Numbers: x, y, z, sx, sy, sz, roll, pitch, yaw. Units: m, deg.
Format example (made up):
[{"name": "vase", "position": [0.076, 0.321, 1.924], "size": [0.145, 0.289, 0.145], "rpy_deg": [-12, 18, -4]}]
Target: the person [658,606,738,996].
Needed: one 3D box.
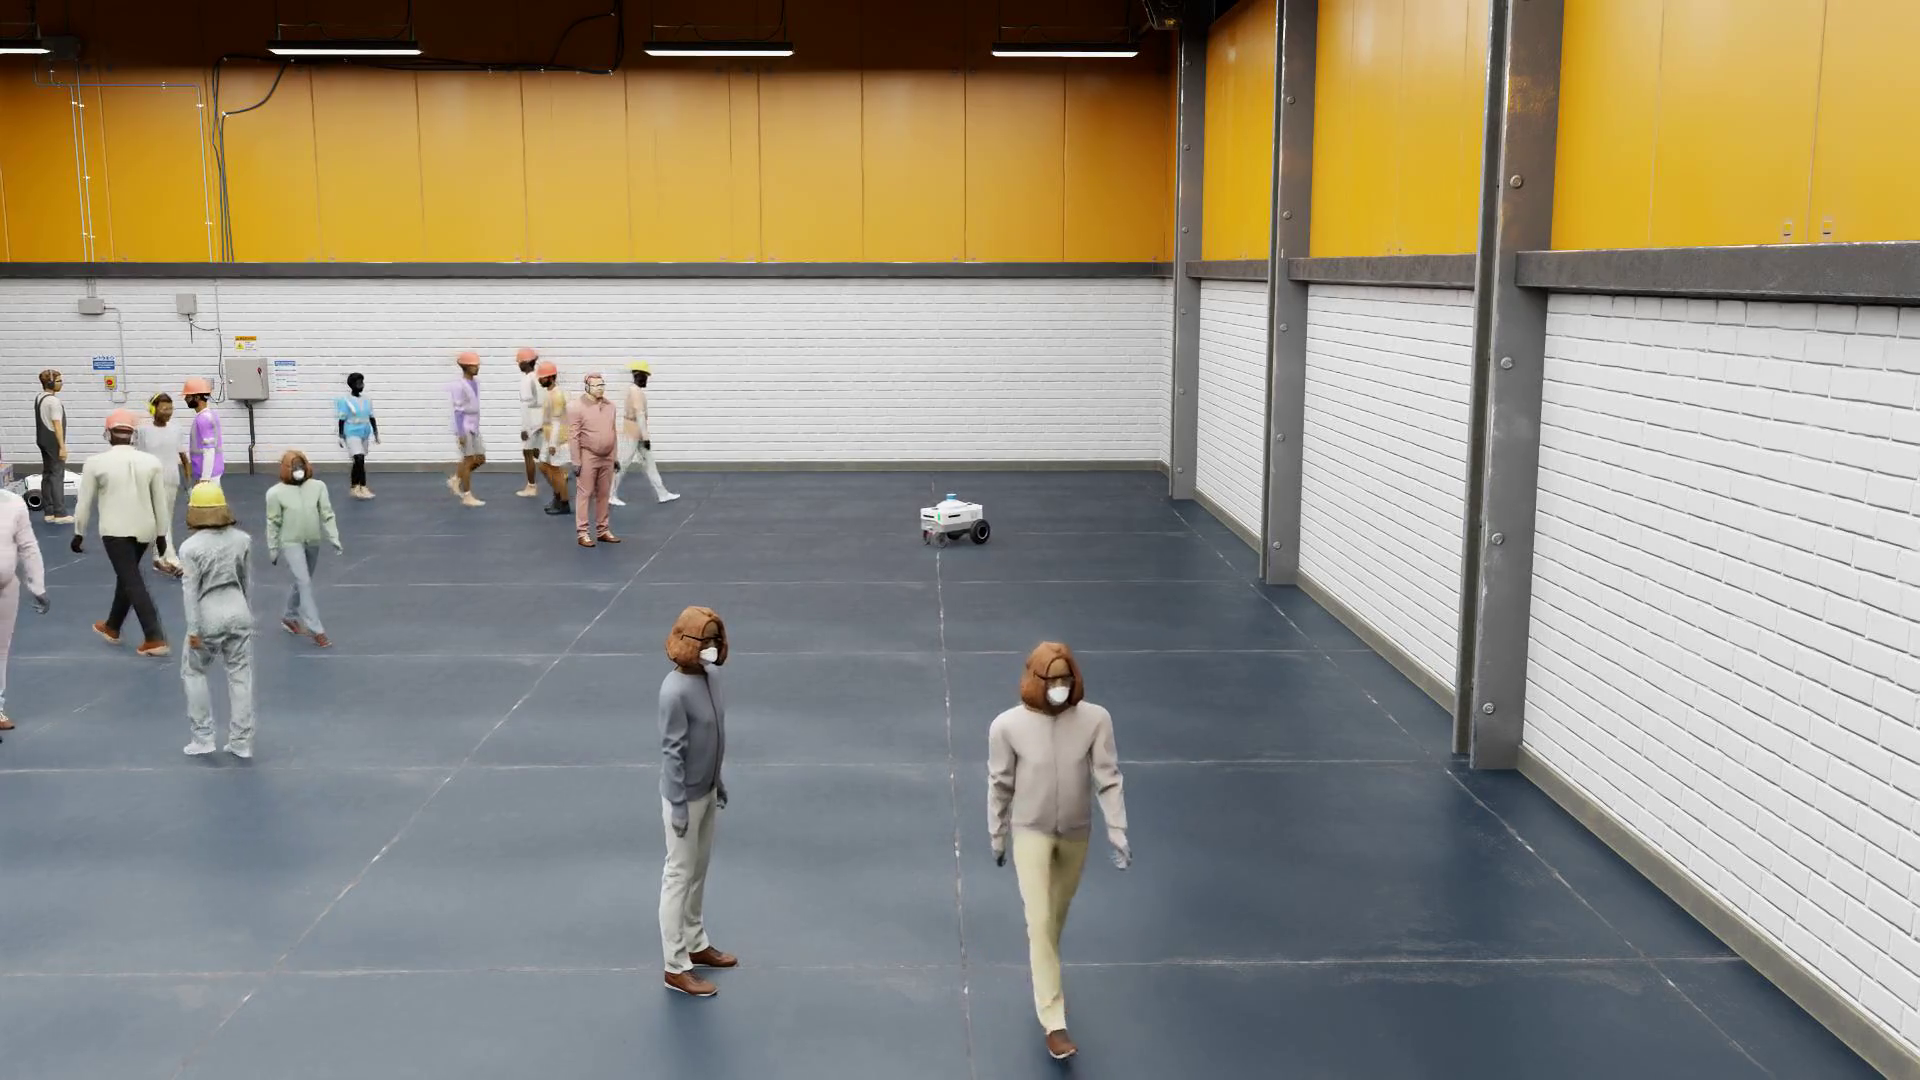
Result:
[{"name": "person", "position": [-1.115, 1.081, 7.045], "size": [0.285, 1.631, 0.501], "rpy_deg": [2, 10, 13]}]

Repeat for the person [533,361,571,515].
[{"name": "person", "position": [-5.002, -1.243, 20.430], "size": [0.456, 1.917, 0.565], "rpy_deg": [-4, 10, -22]}]

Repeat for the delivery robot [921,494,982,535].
[{"name": "delivery robot", "position": [-0.092, -0.264, 18.300], "size": [0.707, 0.478, 0.477], "rpy_deg": [-9, 13, -43]}]

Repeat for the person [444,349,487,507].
[{"name": "person", "position": [-6.303, -1.425, 21.204], "size": [0.571, 2.025, 0.616], "rpy_deg": [2, 10, 13]}]

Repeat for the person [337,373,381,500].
[{"name": "person", "position": [-7.816, -1.349, 21.795], "size": [0.706, 1.667, 0.547], "rpy_deg": [5, 10, 26]}]

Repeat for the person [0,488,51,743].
[{"name": "person", "position": [-6.253, 0.354, 10.741], "size": [0.780, 1.877, 0.668], "rpy_deg": [6, 11, 34]}]

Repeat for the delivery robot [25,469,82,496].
[{"name": "delivery robot", "position": [-11.420, -0.717, 21.080], "size": [0.707, 0.478, 0.477], "rpy_deg": [-3, 10, -16]}]

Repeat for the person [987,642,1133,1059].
[{"name": "person", "position": [0.380, 1.182, 6.565], "size": [0.515, 1.587, 0.875], "rpy_deg": [-2, 10, -14]}]

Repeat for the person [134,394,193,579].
[{"name": "person", "position": [-7.839, -0.534, 16.414], "size": [1.010, 1.807, 0.516], "rpy_deg": [8, 12, 41]}]

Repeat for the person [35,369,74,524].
[{"name": "person", "position": [-10.805, -1.110, 19.829], "size": [0.506, 1.845, 0.344], "rpy_deg": [8, 12, 39]}]

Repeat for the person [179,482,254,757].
[{"name": "person", "position": [-4.646, 0.496, 10.352], "size": [0.537, 1.730, 0.494], "rpy_deg": [7, 12, 37]}]

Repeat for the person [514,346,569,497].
[{"name": "person", "position": [-5.603, -1.556, 22.046], "size": [0.619, 2.027, 0.610], "rpy_deg": [2, 10, 14]}]

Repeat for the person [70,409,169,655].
[{"name": "person", "position": [-6.638, -0.068, 13.198], "size": [1.084, 1.930, 0.614], "rpy_deg": [6, 11, 31]}]

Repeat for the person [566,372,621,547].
[{"name": "person", "position": [-3.990, -0.887, 18.277], "size": [0.399, 1.908, 0.643], "rpy_deg": [7, 12, 38]}]

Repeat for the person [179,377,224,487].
[{"name": "person", "position": [-7.745, -0.701, 17.039], "size": [0.374, 1.935, 0.552], "rpy_deg": [-3, 10, -20]}]

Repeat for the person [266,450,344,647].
[{"name": "person", "position": [-5.386, 0.042, 13.559], "size": [0.876, 1.589, 0.504], "rpy_deg": [7, 12, 38]}]

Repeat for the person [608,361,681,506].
[{"name": "person", "position": [-4.148, -1.370, 21.395], "size": [1.007, 1.853, 0.643], "rpy_deg": [-2, 9, -12]}]
